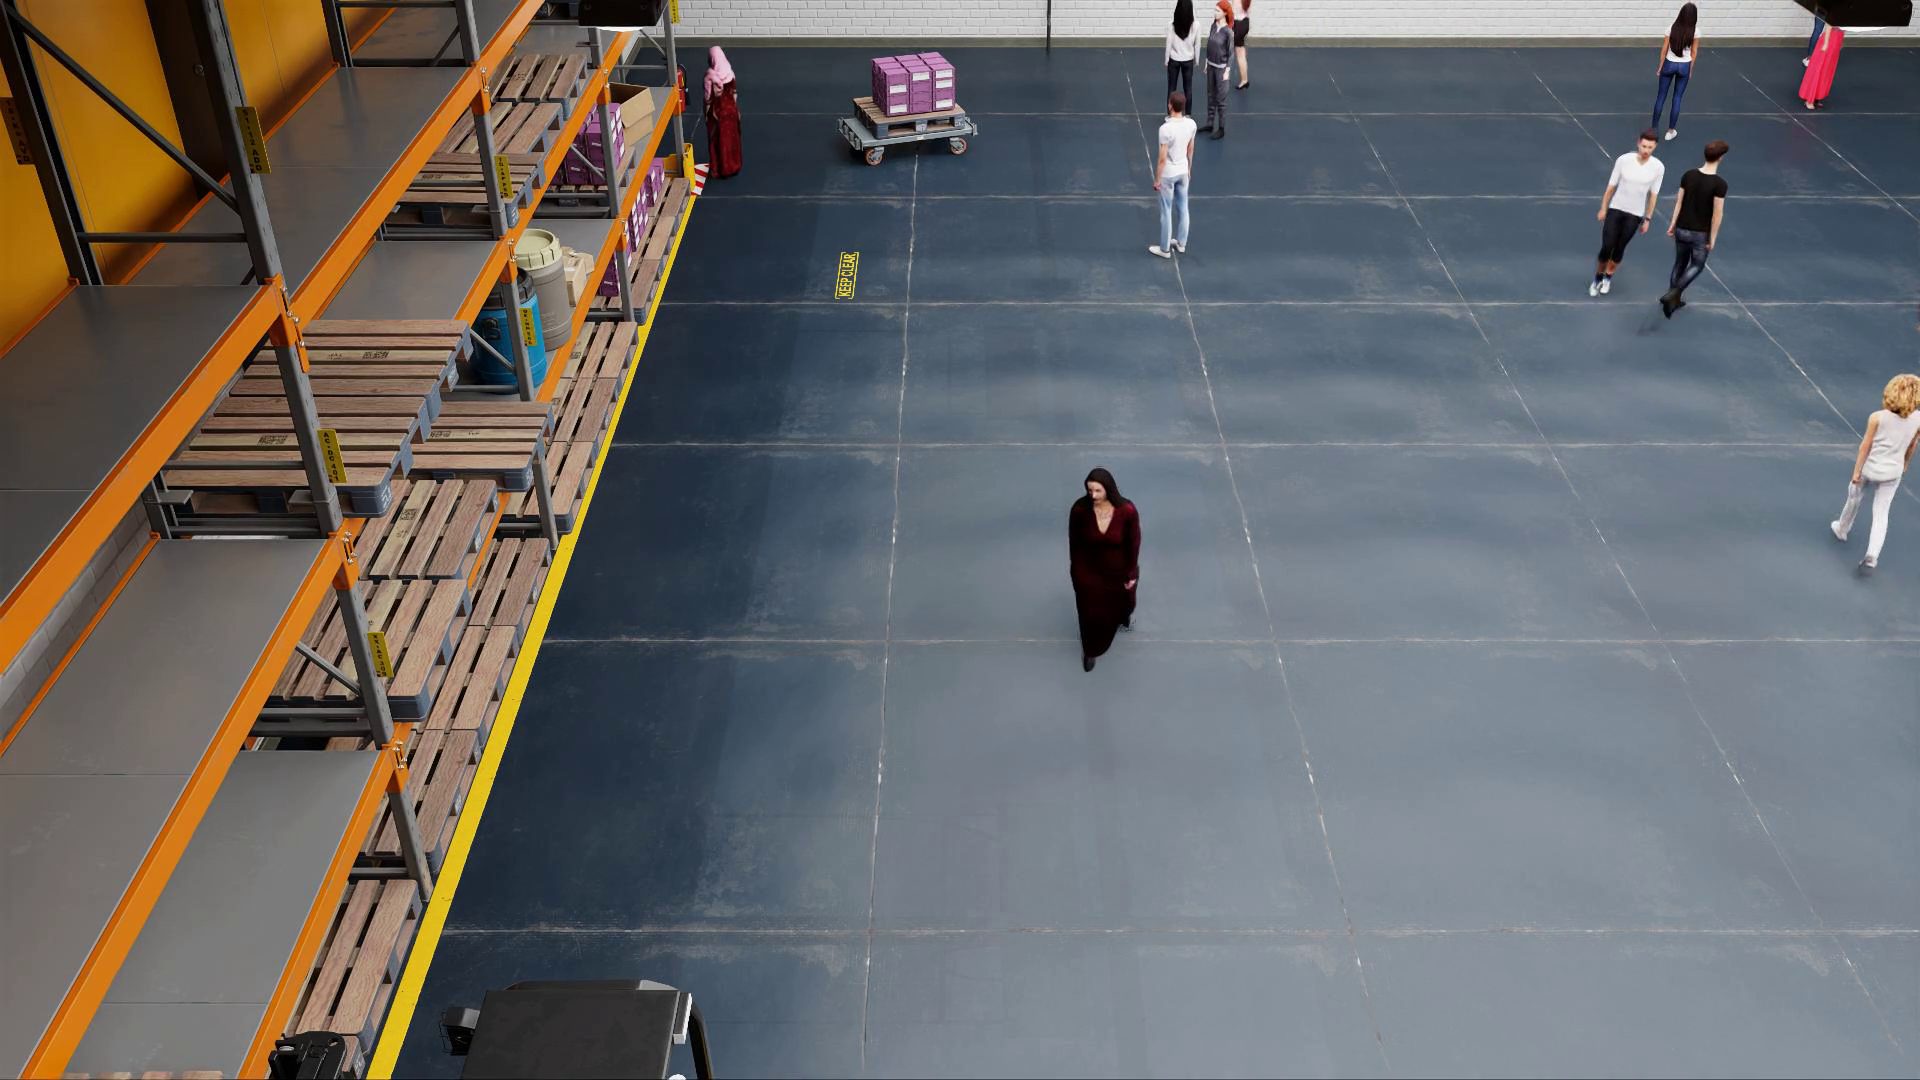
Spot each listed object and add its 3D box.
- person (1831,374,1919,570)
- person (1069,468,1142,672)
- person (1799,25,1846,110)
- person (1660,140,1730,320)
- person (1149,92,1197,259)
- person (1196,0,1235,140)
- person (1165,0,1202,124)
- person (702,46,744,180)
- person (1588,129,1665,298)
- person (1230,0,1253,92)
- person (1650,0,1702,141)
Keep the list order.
[{"bbox_3d":[7.427,-0.530,13.359,0.761,1.641,1.107,7,34,11],"label":"person"},{"bbox_3d":[1.070,0.162,12.233,0.730,1.734,0.921,2,34,2],"label":"person"},{"bbox_3d":[11.858,-6.763,22.660,0.715,1.726,0.740,-20,38,-27],"label":"person"},{"bbox_3d":[7.493,-3.150,17.084,1.082,1.880,1.042,-27,42,-34],"label":"person"},{"bbox_3d":[2.378,-4.053,18.469,0.728,1.850,0.738,-20,38,-27],"label":"person"},{"bbox_3d":[3.368,-6.135,21.667,0.708,1.779,0.590,-18,38,-25],"label":"person"},{"bbox_3d":[2.940,-6.373,22.095,0.601,1.700,0.524,0,34,0],"label":"person"},{"bbox_3d":[-2.939,-5.279,20.505,0.762,1.639,0.797,-23,40,-31],"label":"person"},{"bbox_3d":[7.084,-3.511,17.669,0.805,1.834,0.816,13,36,18],"label":"person"},{"bbox_3d":[3.969,-7.070,23.209,0.877,1.629,0.873,20,39,27],"label":"person"},{"bbox_3d":[9.300,-6.096,21.613,0.667,1.772,0.668,15,36,21],"label":"person"}]
